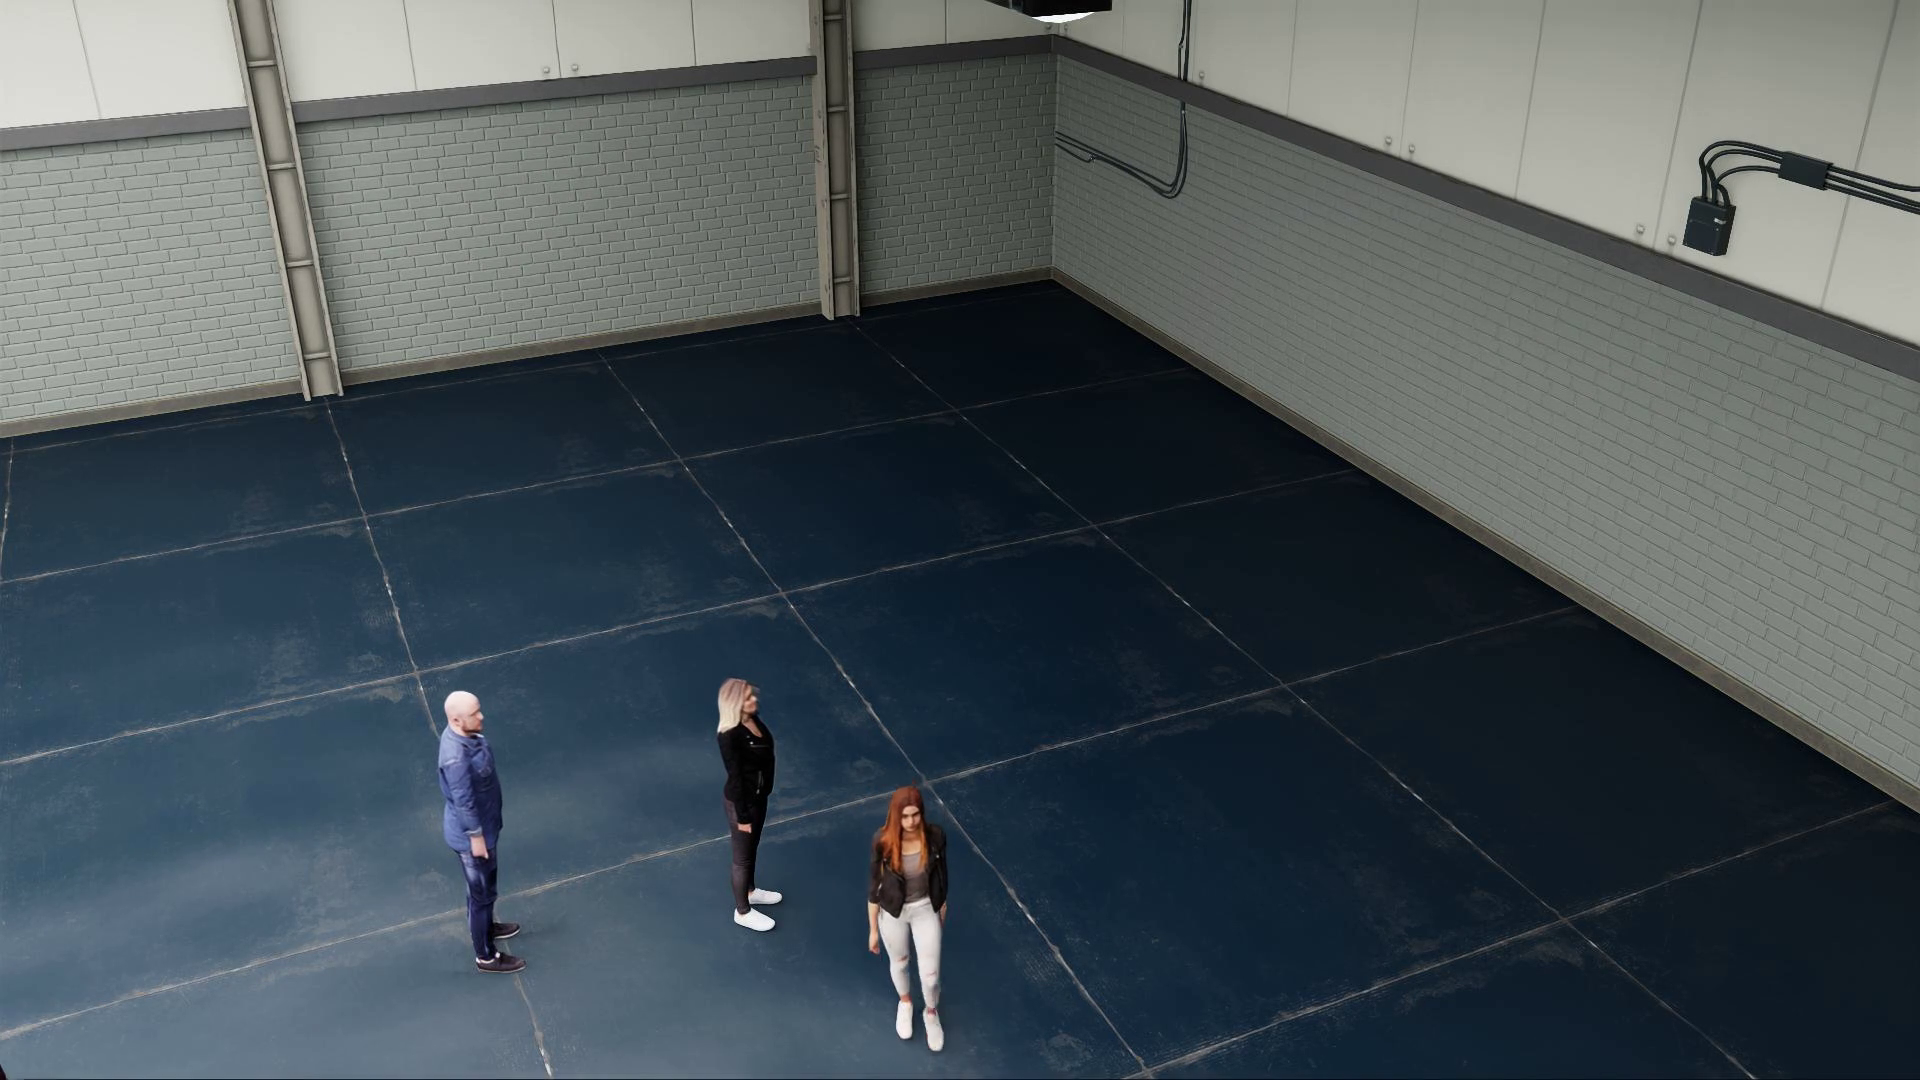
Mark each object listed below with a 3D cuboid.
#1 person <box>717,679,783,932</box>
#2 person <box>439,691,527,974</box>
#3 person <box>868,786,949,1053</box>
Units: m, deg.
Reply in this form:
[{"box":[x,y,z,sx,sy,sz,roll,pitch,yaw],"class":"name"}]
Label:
[{"box":[-1.298,1.570,10.010,0.700,1.685,0.686,3,27,6],"class":"person"},{"box":[-2.803,1.675,9.655,0.629,1.823,0.747,-8,28,-15],"class":"person"},{"box":[-0.292,2.009,9.154,0.674,1.688,0.758,-2,27,-3],"class":"person"}]
